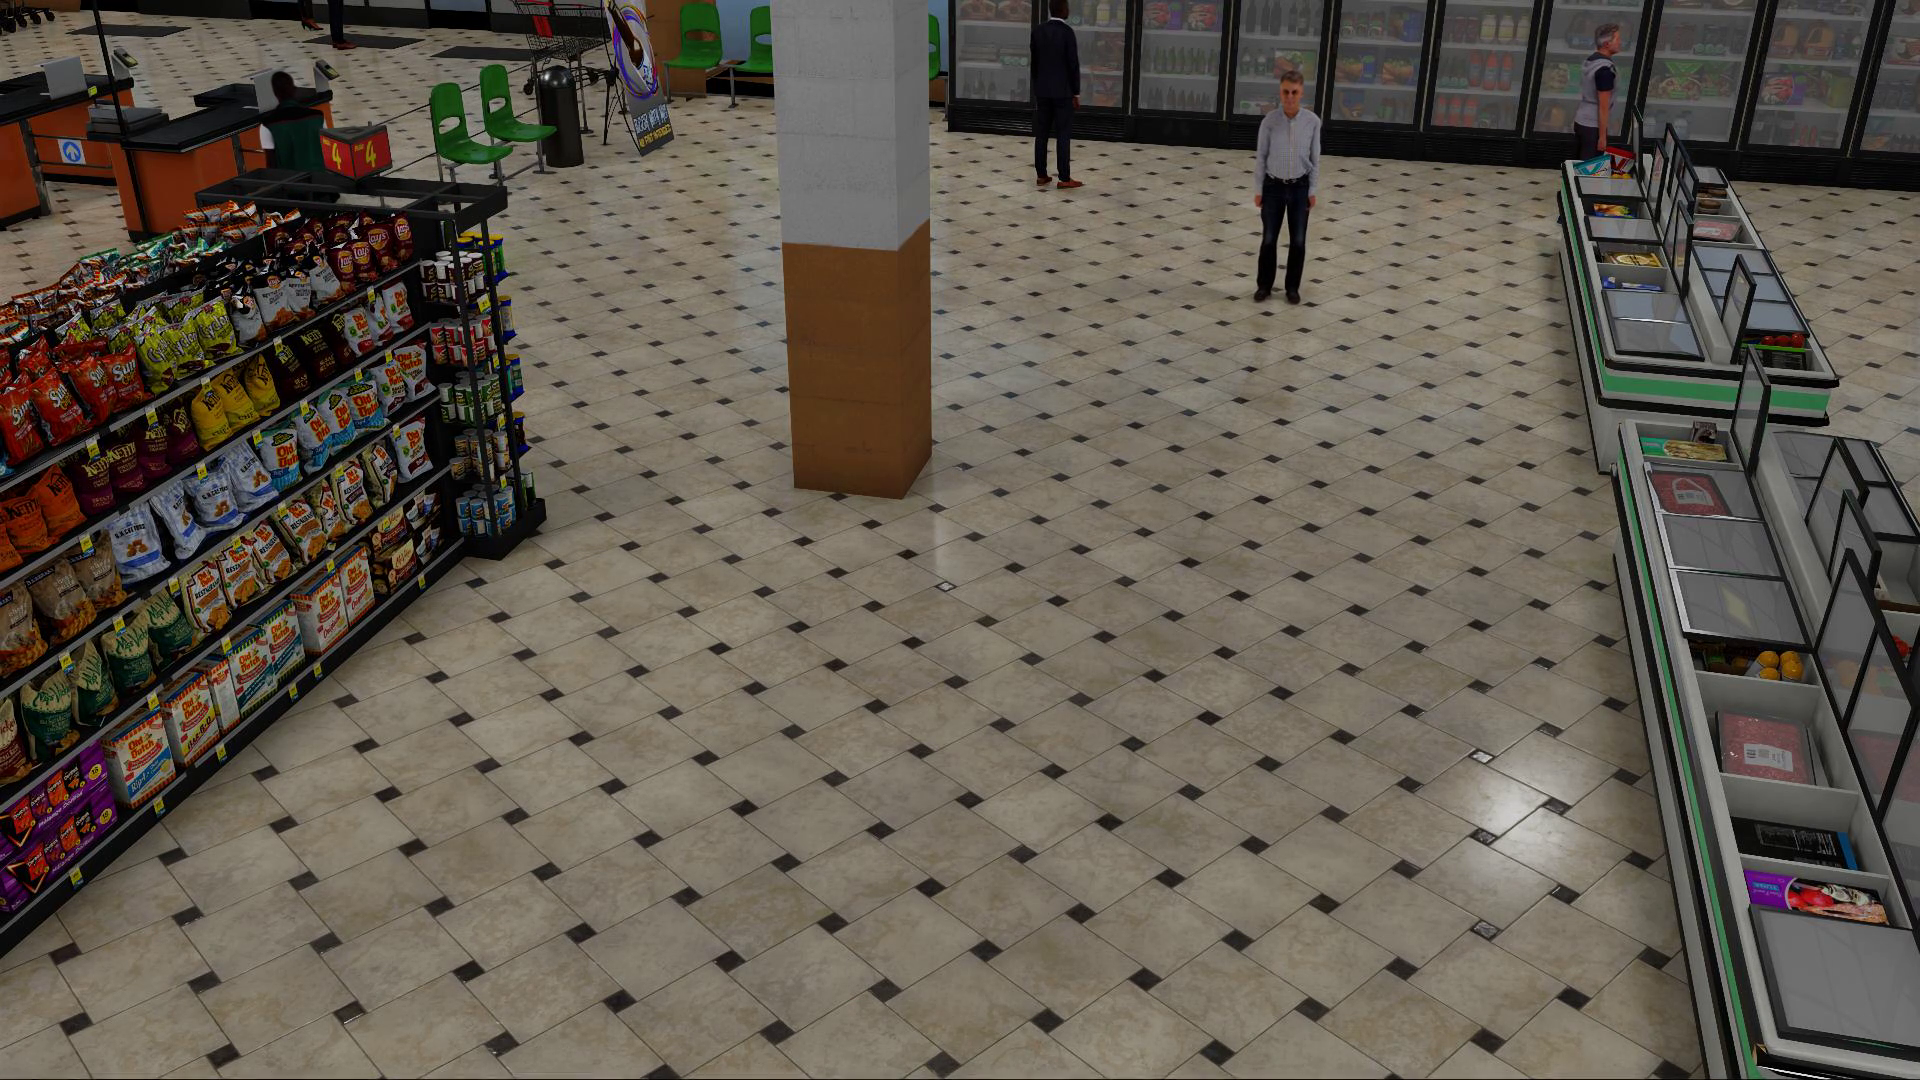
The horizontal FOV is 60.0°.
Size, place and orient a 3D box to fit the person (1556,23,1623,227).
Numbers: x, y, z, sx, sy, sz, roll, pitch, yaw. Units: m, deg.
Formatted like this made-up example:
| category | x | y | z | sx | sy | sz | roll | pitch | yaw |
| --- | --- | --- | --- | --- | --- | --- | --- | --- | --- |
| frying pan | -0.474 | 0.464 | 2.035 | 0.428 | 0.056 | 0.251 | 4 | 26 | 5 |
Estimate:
| category | x | y | z | sx | sy | sz | roll | pitch | yaw |
| --- | --- | --- | --- | --- | --- | --- | --- | --- | --- |
| person | 5.597 | -3.650 | 14.773 | 0.798 | 1.828 | 0.583 | 1 | 27 | 3 |

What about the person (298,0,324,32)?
| category | x | y | z | sx | sy | sz | roll | pitch | yaw |
| --- | --- | --- | --- | --- | --- | --- | --- | --- | --- |
| person | -9.478 | -8.215 | 23.937 | 0.715 | 1.682 | 0.721 | -23 | 35 | -38 |

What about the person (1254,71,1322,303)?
| category | x | y | z | sx | sy | sz | roll | pitch | yaw |
| --- | --- | --- | --- | --- | --- | --- | --- | --- | --- |
| person | 2.564 | -2.771 | 13.052 | 0.667 | 1.816 | 0.580 | 4 | 27 | 8 |

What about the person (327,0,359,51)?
| category | x | y | z | sx | sy | sz | roll | pitch | yaw |
| --- | --- | --- | --- | --- | --- | --- | --- | --- | --- |
| person | -8.561 | -7.597 | 22.669 | 0.728 | 1.725 | 0.707 | -20 | 33 | -34 |

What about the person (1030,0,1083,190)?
| category | x | y | z | sx | sy | sz | roll | pitch | yaw |
| --- | --- | --- | --- | --- | --- | --- | --- | --- | --- |
| person | 0.931 | -4.345 | 16.147 | 0.782 | 1.824 | 0.750 | 19 | 33 | 33 |

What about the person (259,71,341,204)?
| category | x | y | z | sx | sy | sz | roll | pitch | yaw |
| --- | --- | --- | --- | --- | --- | --- | --- | --- | --- |
| person | -5.063 | -2.685 | 12.859 | 0.731 | 1.837 | 0.840 | -22 | 34 | -36 |
